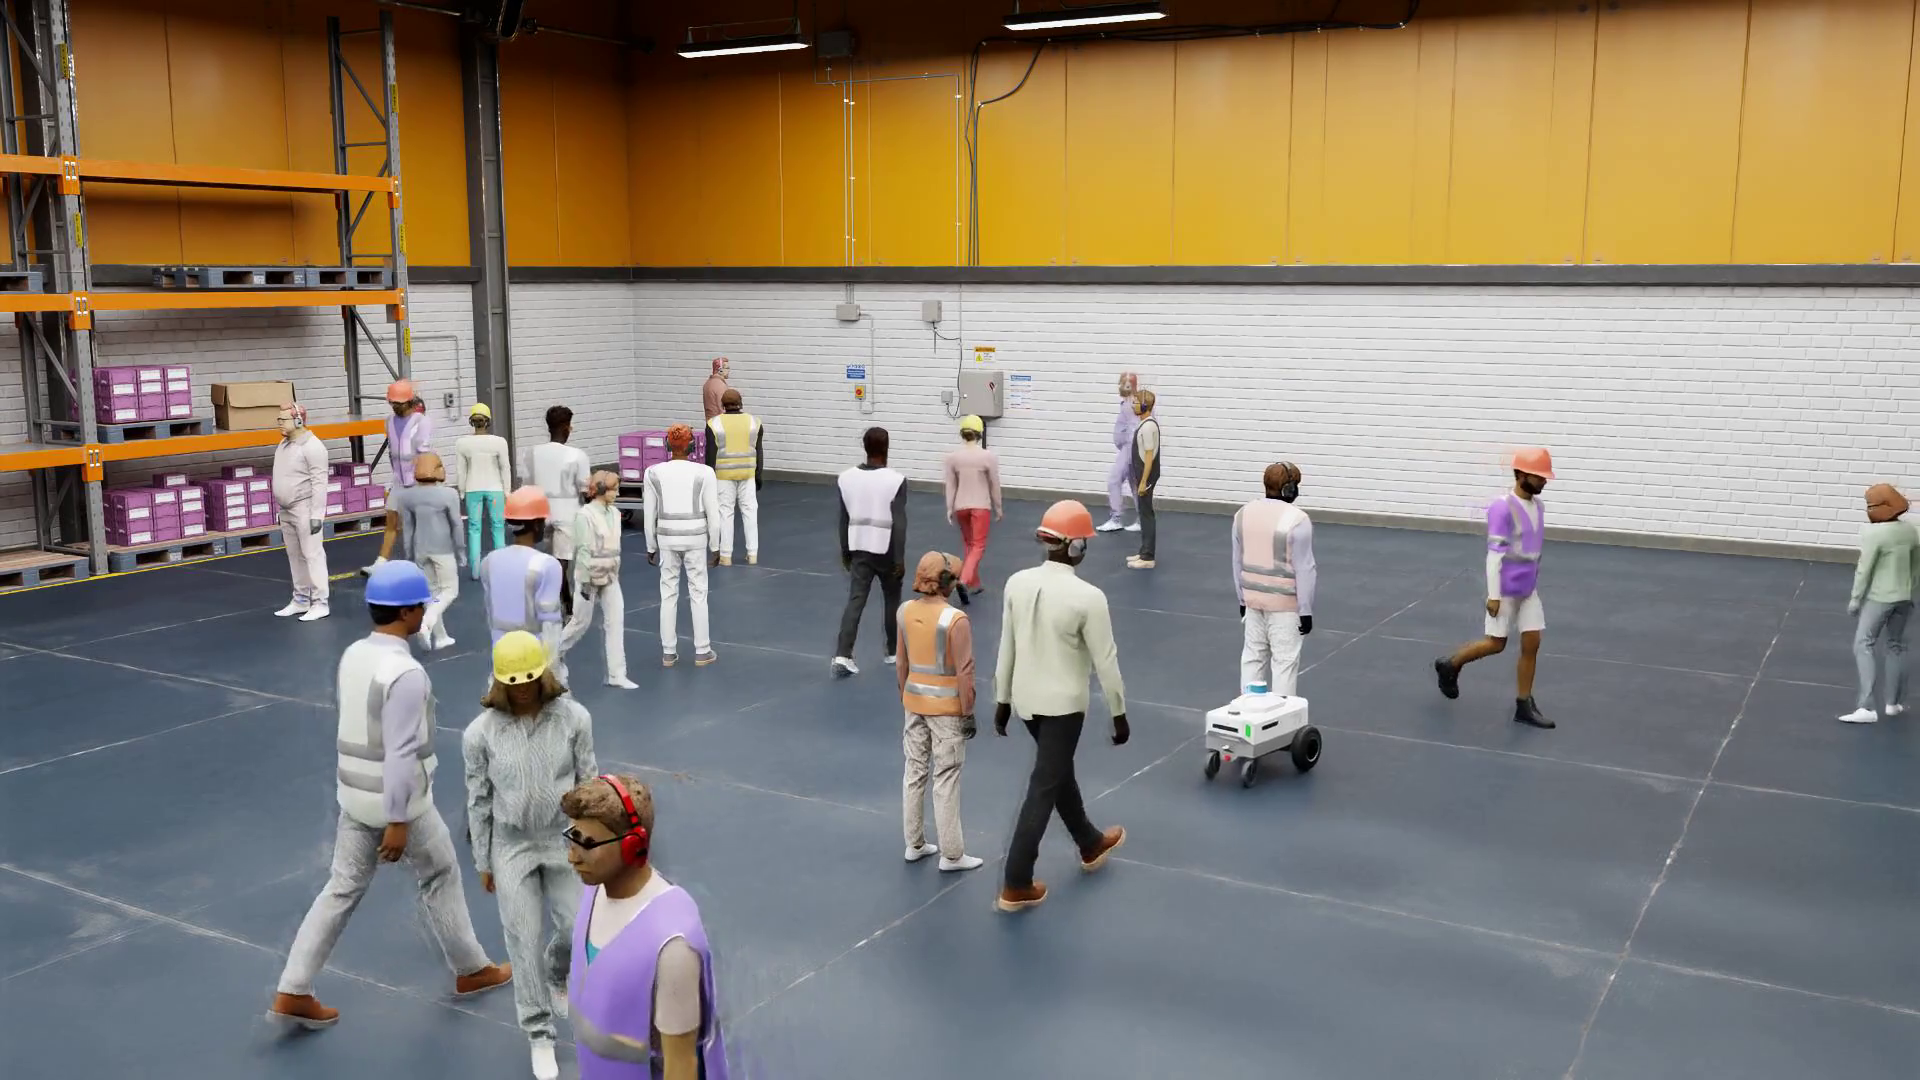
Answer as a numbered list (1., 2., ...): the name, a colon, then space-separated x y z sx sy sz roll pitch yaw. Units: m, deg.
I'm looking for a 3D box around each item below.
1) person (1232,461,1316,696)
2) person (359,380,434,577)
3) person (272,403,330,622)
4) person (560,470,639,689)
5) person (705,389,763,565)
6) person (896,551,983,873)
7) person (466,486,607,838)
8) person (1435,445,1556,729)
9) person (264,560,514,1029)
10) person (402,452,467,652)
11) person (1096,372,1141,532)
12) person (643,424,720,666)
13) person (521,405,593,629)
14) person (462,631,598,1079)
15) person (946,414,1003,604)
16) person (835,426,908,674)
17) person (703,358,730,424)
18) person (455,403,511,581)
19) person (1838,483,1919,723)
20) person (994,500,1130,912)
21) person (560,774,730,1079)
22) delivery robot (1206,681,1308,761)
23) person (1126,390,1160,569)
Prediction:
1. person: 2.032 0.412 10.672 0.430 1.843 0.625 -7 11 -36
2. person: -5.493 -0.581 16.426 0.609 1.979 0.992 4 10 21
3. person: -5.802 -0.247 14.579 0.649 1.907 0.409 7 11 37
4. person: -2.721 0.280 12.226 0.766 1.607 0.519 5 10 27
5. person: -2.358 -0.653 17.328 0.624 1.841 0.430 -4 10 -23
6. person: -0.121 0.868 8.455 0.514 1.639 0.310 9 13 43
7. person: -2.361 0.645 9.096 0.575 1.883 1.012 4 10 26
8. person: 3.659 0.292 11.260 0.558 1.908 0.832 -7 11 -37
9. person: -2.356 1.025 6.718 0.612 1.897 1.023 9 13 44
10. person: -4.218 0.105 13.267 0.509 1.617 0.607 2 9 14
11. person: 1.897 -1.019 19.477 0.755 1.880 0.672 2 9 13
12. person: -2.139 0.041 12.851 0.584 1.882 0.346 0 9 1
13. person: -3.374 -0.191 14.193 0.635 1.912 0.986 3 10 17
14. person: -1.622 1.163 6.338 0.501 1.720 0.478 -4 10 -24
15. person: 0.090 -0.298 15.422 0.519 1.737 0.824 4 10 25
16. person: -0.685 0.072 12.678 0.602 1.883 0.966 4 10 24
17. person: -3.218 -1.505 22.433 0.403 1.906 0.652 -5 10 -28
18. person: -4.692 -0.470 16.418 0.523 1.766 0.315 -1 9 -8
19. person: 6.264 0.426 11.307 0.763 1.615 0.326 -4 10 -24
20. person: 0.524 0.774 8.081 1.015 1.938 0.647 -8 12 -42
21. person: -0.767 1.455 4.318 0.931 1.802 0.570 -6 11 -35
22. delivery robot: 1.804 1.100 10.084 0.477 0.478 0.707 8 12 42
23. person: 1.894 -0.629 17.153 0.340 1.845 0.513 1 9 6
